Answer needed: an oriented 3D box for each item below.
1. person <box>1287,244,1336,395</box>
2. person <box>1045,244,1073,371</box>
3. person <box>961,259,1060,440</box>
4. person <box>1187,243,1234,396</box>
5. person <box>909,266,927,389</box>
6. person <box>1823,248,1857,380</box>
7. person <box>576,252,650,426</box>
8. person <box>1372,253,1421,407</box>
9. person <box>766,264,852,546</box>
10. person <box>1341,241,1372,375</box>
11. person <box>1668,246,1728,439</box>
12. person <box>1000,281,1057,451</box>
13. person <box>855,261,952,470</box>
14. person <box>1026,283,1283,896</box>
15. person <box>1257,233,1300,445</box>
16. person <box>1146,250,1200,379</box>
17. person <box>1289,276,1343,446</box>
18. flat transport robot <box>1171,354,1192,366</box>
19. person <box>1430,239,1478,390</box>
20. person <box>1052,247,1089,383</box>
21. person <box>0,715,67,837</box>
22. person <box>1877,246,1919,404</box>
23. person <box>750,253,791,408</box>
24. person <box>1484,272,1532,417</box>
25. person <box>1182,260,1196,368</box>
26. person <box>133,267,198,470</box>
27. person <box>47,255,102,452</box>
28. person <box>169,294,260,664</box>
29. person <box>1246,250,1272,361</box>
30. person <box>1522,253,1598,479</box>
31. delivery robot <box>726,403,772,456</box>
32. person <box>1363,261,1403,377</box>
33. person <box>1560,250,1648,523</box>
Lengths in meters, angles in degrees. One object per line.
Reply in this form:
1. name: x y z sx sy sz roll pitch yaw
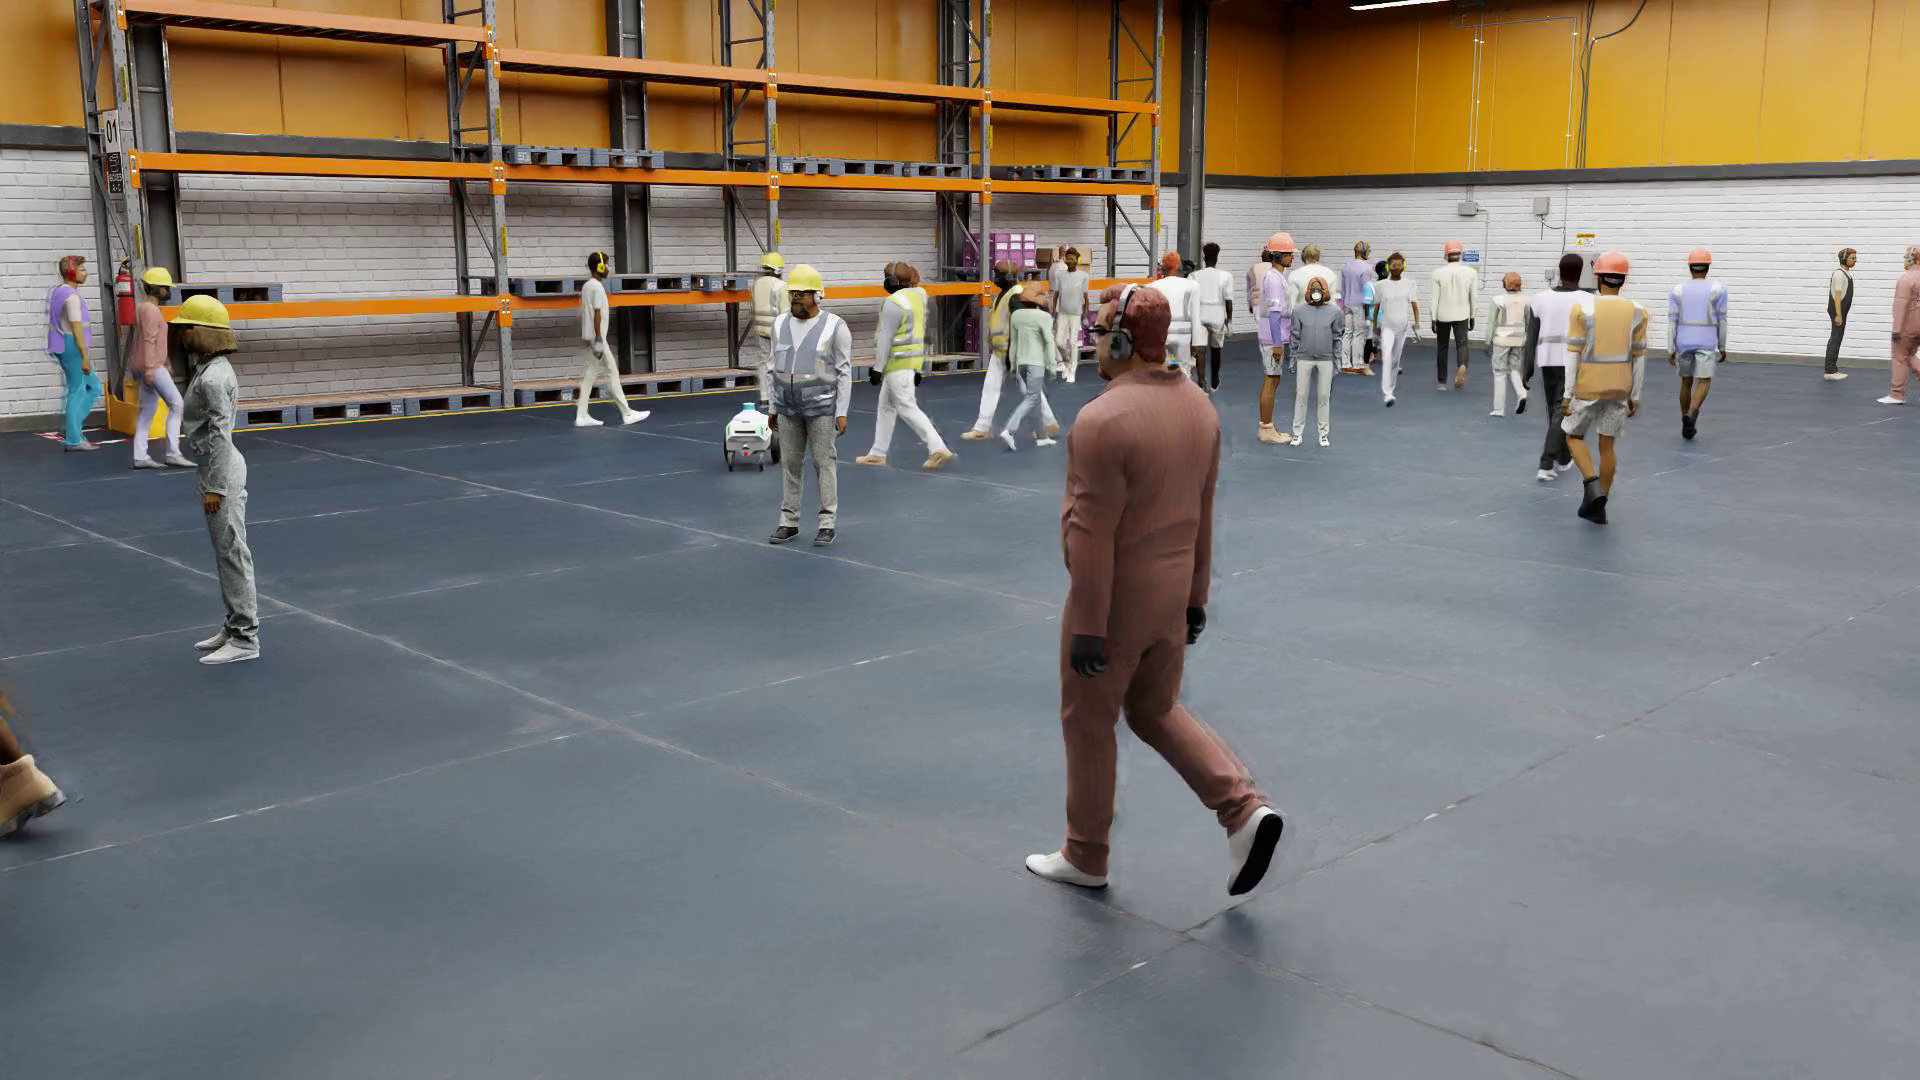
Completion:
1. person: 4.397 -2.727 20.771 0.633 1.922 0.568 -2 11 -11
2. person: 1.541 -3.459 24.835 0.406 1.895 0.663 -4 11 -20
3. person: 0.546 -1.875 16.469 0.989 1.796 0.638 -3 11 -18
4. person: 3.154 -2.792 21.090 0.630 1.914 0.969 2 11 11
5. person: -0.635 -2.796 21.921 0.522 1.619 0.411 8 13 36
6. person: 12.371 -3.169 23.358 0.332 1.844 0.518 7 12 33
7. person: -3.774 -2.134 17.735 0.796 1.833 0.556 -6 12 -30
8. person: 5.194 -2.501 19.811 0.529 1.812 1.002 1 10 4
9. person: -1.005 -0.873 10.869 0.587 1.835 0.404 4 11 20
10. person: 5.777 -3.370 24.196 0.359 1.938 0.632 -4 11 -22
11. person: 7.312 -1.957 16.559 0.548 1.916 0.836 8 13 36
12. person: 0.653 -1.648 15.732 0.802 1.601 0.510 -10 14 -43
13. person: -0.475 -1.505 14.412 0.920 1.813 0.622 3 11 16
14. person: 0.571 0.180 4.994 0.747 1.885 0.650 8 13 39
15. person: 3.090 -1.954 16.194 0.373 2.044 0.606 1 10 8
16. person: 2.181 -2.045 17.139 0.580 1.871 0.535 2 11 11
17. person: 3.414 -1.711 15.984 0.507 1.631 0.266 2 11 12
18. flat transport robot: 2.855 -2.664 24.899 0.652 0.197 1.431 7 13 35
19. person: 6.387 -2.893 21.514 0.617 1.975 0.807 2 11 11
20. person: 1.511 -3.099 22.953 0.546 1.855 0.427 3 11 15
21. person: -3.527 0.060 5.370 1.049 2.001 0.608 -2 11 -10
22. person: 11.353 -2.552 19.843 0.663 1.894 0.515 -6 12 -28
23. person: -2.125 -2.473 19.647 0.621 1.808 0.732 8 13 36
24. person: 6.116 -2.163 18.489 0.525 1.626 0.422 -2 11 -9
25. person: 3.479 -3.489 25.646 0.542 1.646 0.821 0 10 -1
26. person: -6.901 -1.472 14.382 0.653 1.737 0.554 -5 12 -27
27. person: -8.267 -1.732 15.550 0.458 1.827 0.604 -8 13 -36
28. person: -3.550 -0.288 7.921 0.289 1.746 0.487 -5 12 -26
29. person: 4.936 -3.807 26.942 0.617 1.798 0.774 3 11 17
30. person: 5.094 -1.461 13.982 0.612 1.865 1.031 8 13 38
31. delivery robot: -1.844 -0.958 14.567 0.477 0.478 0.707 0 10 -1
32. person: 5.980 -3.120 23.603 0.559 1.646 0.903 -3 11 -13
33. person: 4.502 -1.059 11.643 0.564 1.918 0.458 0 10 2
